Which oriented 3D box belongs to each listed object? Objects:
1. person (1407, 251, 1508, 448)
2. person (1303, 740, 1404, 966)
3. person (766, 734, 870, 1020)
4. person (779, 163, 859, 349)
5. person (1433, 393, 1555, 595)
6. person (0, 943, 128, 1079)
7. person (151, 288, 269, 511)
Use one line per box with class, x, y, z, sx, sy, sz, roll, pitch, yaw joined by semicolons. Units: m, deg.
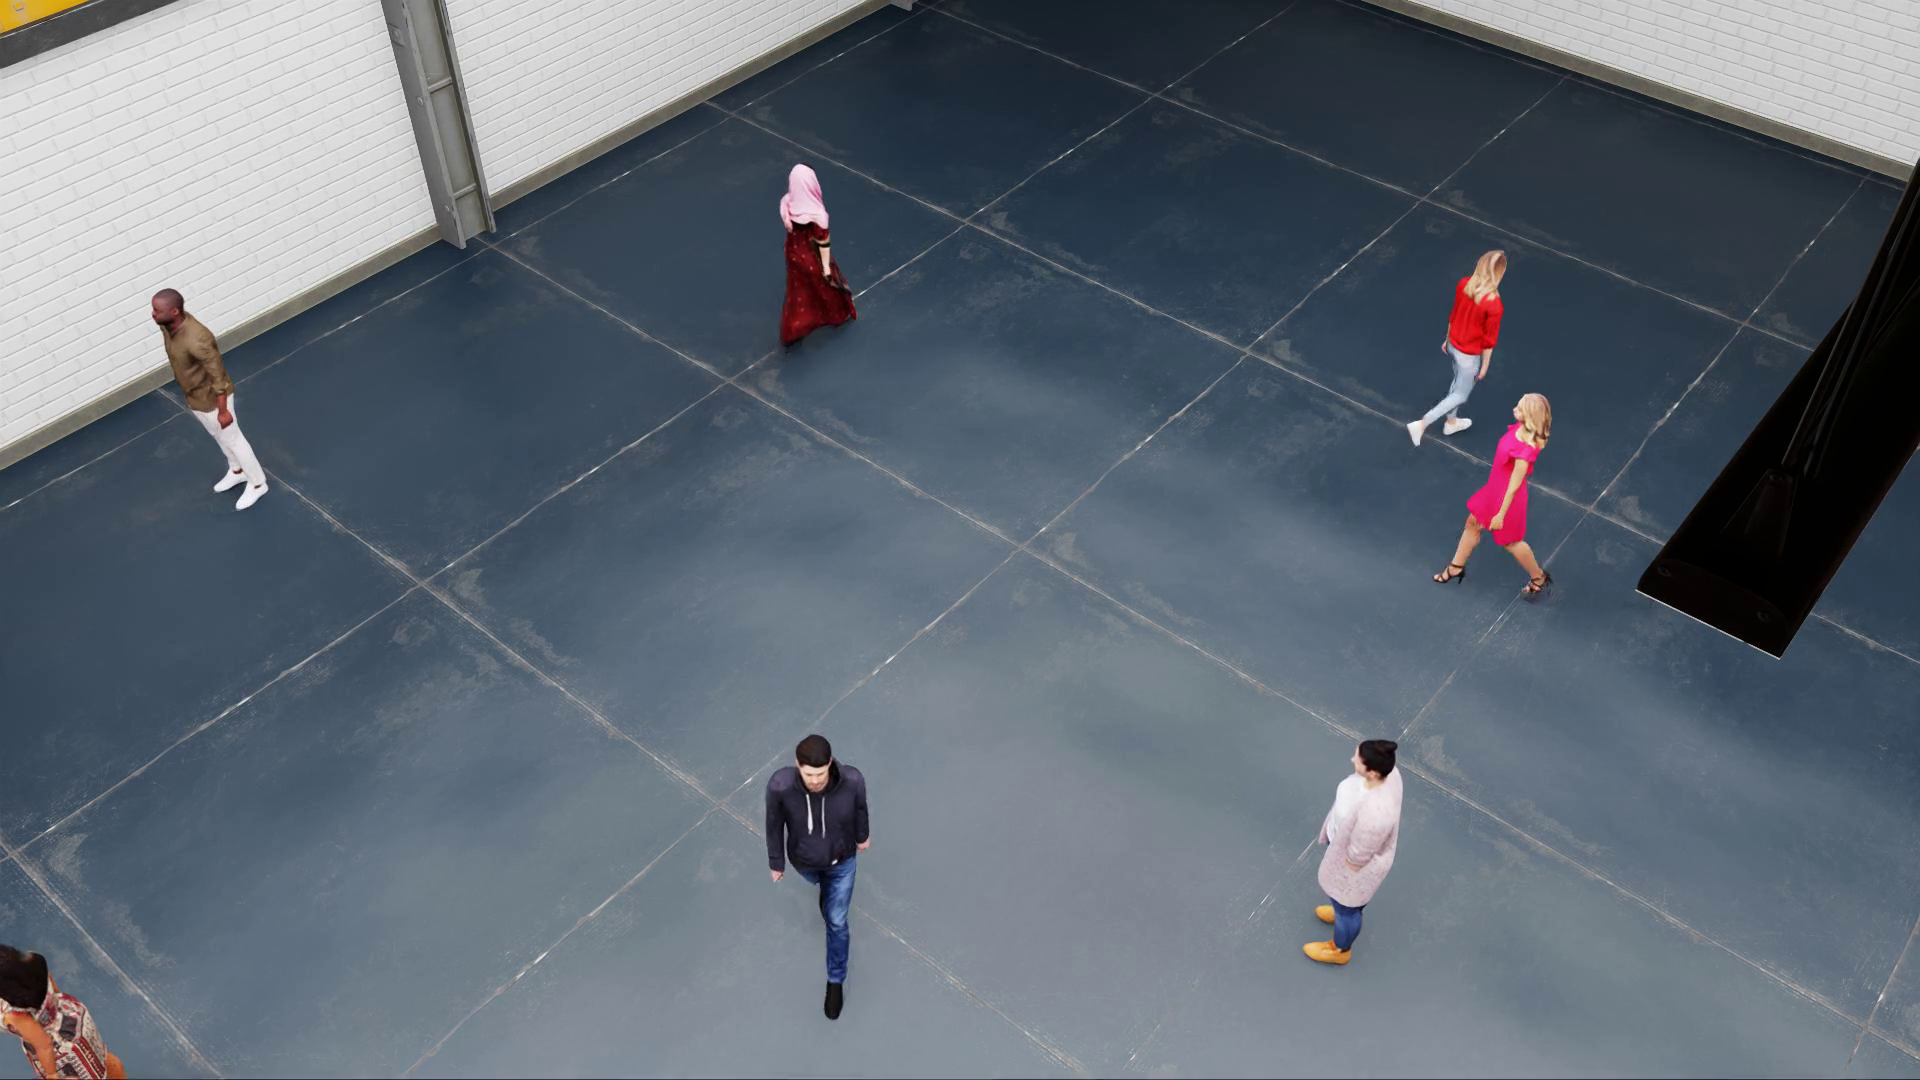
person;3.653;-1.360;12.205;1.051;1.688;0.854;-20;47;-20
person;2.175;1.663;8.990;0.831;1.744;0.705;12;45;13
person;-0.751;1.601;8.984;1.173;1.843;1.284;-1;44;-1
person;-1.242;-2.216;13.159;0.674;1.611;0.995;28;50;26
person;3.714;-0.248;11.036;0.957;1.689;1.037;7;44;8
person;-4.453;2.464;8.223;0.741;1.643;0.726;-11;45;-11
person;-5.316;-1.027;11.754;0.718;1.826;0.534;31;52;28
